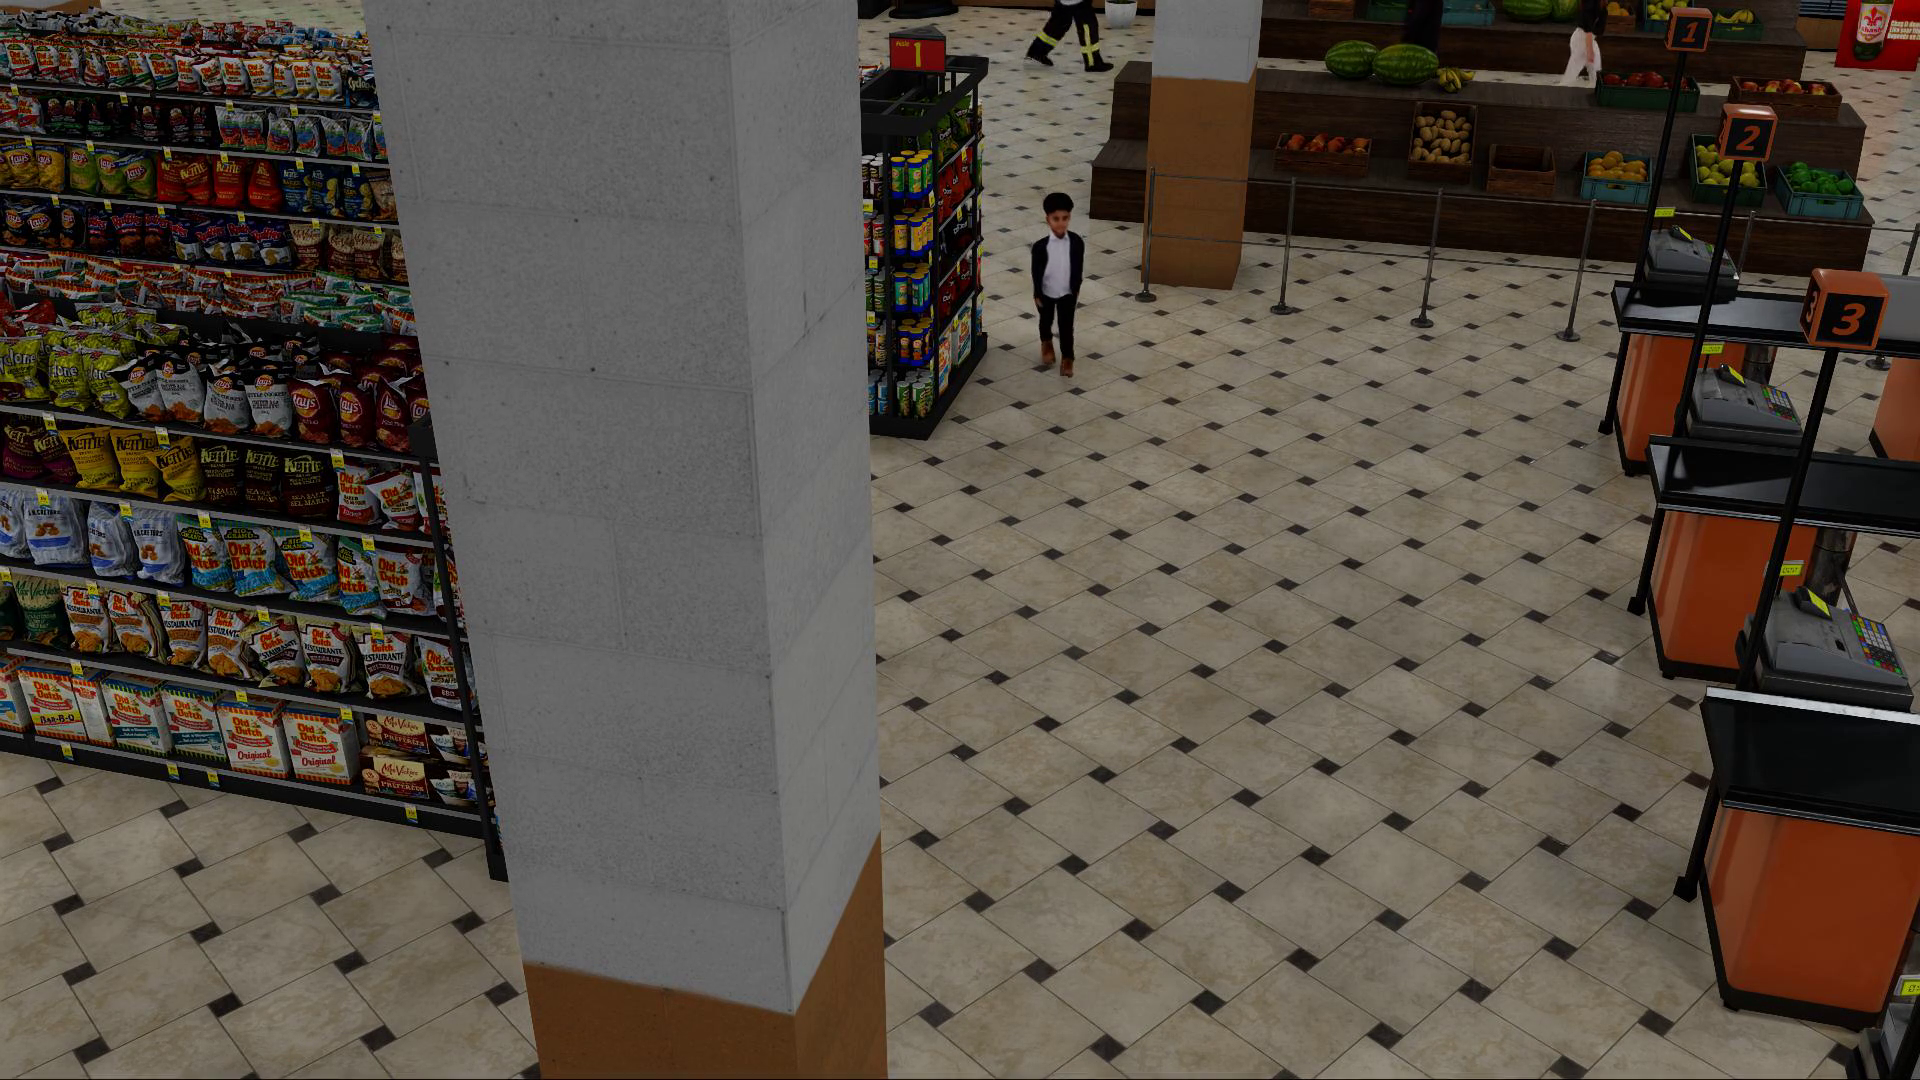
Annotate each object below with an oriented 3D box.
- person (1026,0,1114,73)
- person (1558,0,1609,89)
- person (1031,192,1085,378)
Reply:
[{"bbox_3d":[1.169,-6.163,18.371,1.283,1.945,0.918,2,29,4],"label":"person"},{"bbox_3d":[6.017,-4.855,16.256,1.030,1.676,0.721,11,31,20],"label":"person"},{"bbox_3d":[0.621,-1.700,10.979,0.832,1.196,0.735,-2,29,-4],"label":"person"}]
